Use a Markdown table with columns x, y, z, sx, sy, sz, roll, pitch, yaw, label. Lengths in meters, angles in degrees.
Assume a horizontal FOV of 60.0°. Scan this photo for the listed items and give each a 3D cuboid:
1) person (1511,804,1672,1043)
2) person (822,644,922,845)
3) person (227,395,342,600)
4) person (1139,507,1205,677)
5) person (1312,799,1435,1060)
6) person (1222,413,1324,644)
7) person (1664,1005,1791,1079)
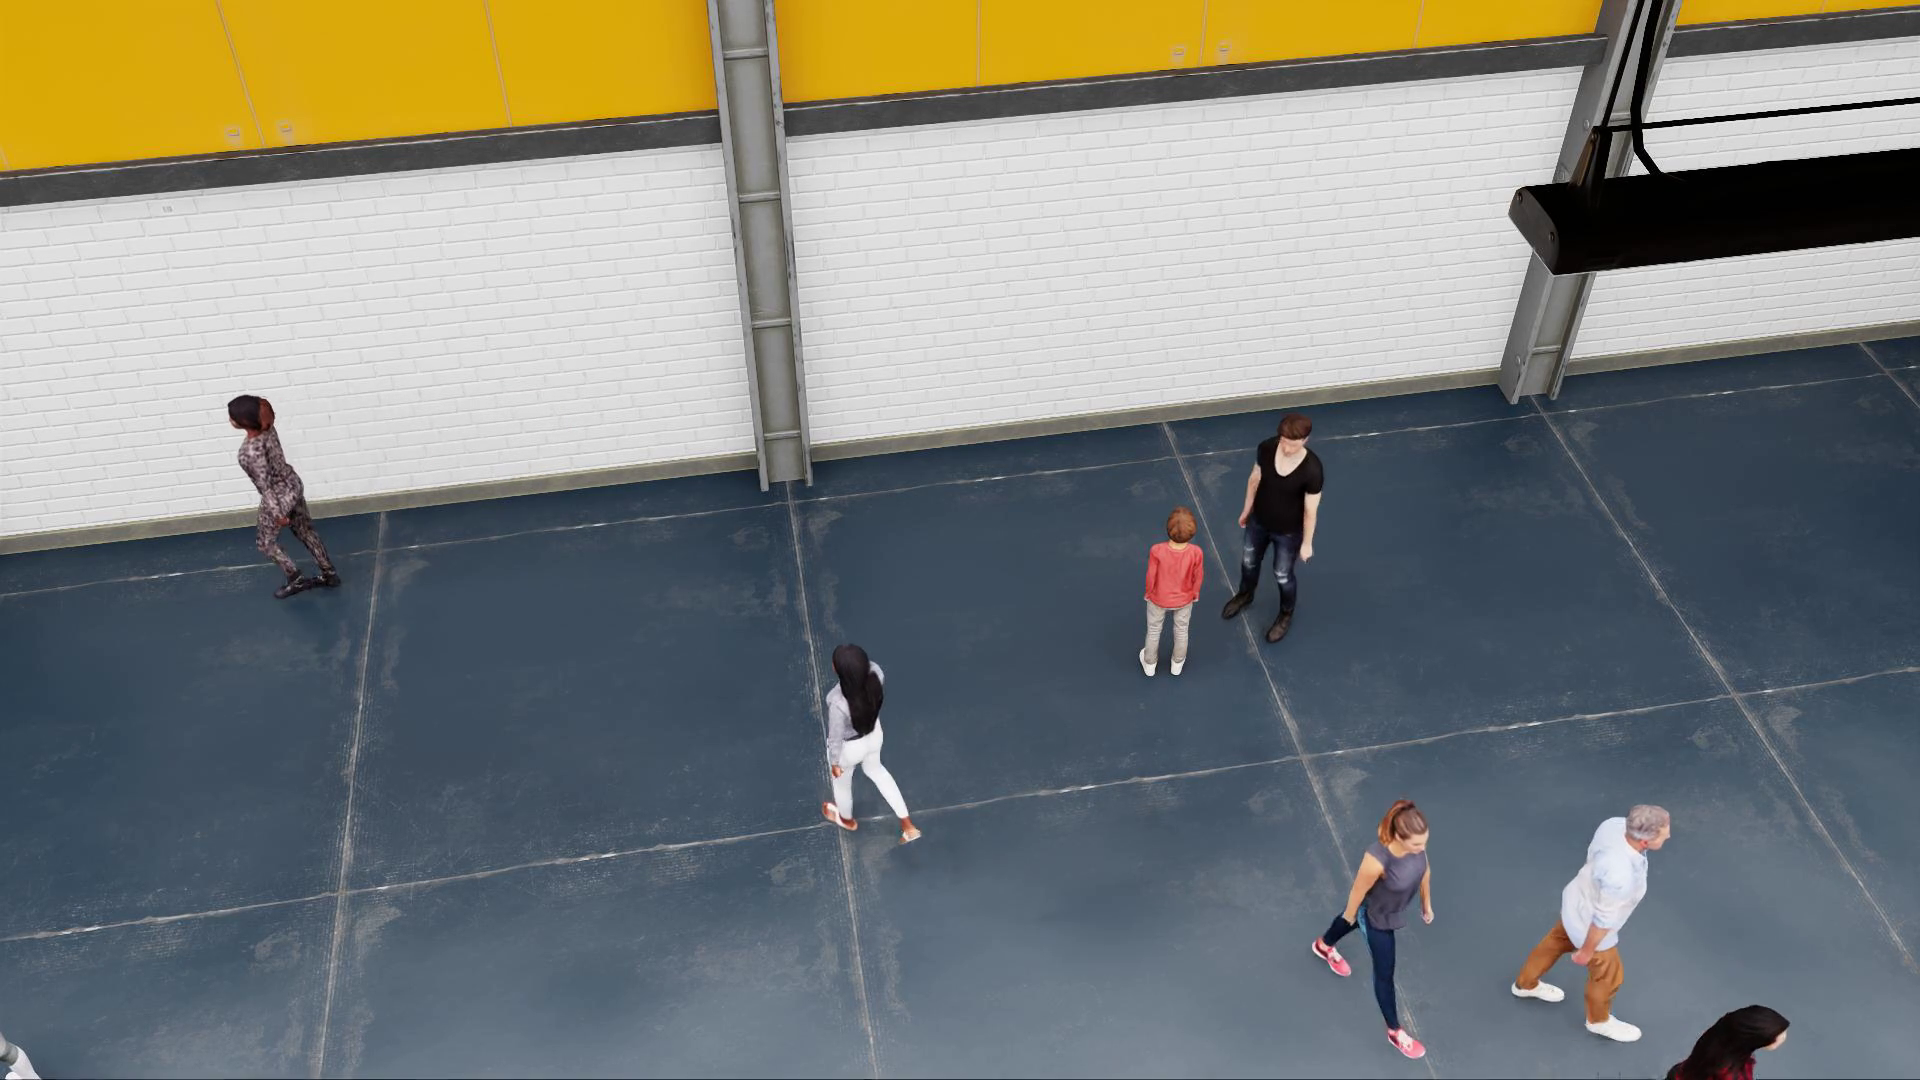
| x | y | z | sx | sy | sz | roll | pitch | yaw | label |
| --- | --- | --- | --- | --- | --- | --- | --- | --- | --- |
| 3.261 | 1.973 | 8.782 | 1.038 | 1.802 | 0.905 | 9 | 44 | 10 | person |
| -0.538 | 1.217 | 9.642 | 1.010 | 1.710 | 0.996 | 31 | 52 | 28 | person |
| -4.499 | -0.293 | 11.233 | 0.682 | 1.701 | 0.624 | -1 | 44 | -1 | person |
| 1.372 | 0.346 | 10.769 | 0.485 | 1.417 | 0.615 | 1 | 44 | 1 | person |
| 2.193 | 1.906 | 8.941 | 1.117 | 1.680 | 0.996 | -30 | 51 | -27 | person |
| 2.115 | -0.132 | 10.935 | 0.826 | 1.879 | 0.798 | -34 | 53 | -31 | person |
| 3.502 | 2.713 | 8.148 | 1.177 | 1.606 | 0.947 | 10 | 45 | 11 | person |
